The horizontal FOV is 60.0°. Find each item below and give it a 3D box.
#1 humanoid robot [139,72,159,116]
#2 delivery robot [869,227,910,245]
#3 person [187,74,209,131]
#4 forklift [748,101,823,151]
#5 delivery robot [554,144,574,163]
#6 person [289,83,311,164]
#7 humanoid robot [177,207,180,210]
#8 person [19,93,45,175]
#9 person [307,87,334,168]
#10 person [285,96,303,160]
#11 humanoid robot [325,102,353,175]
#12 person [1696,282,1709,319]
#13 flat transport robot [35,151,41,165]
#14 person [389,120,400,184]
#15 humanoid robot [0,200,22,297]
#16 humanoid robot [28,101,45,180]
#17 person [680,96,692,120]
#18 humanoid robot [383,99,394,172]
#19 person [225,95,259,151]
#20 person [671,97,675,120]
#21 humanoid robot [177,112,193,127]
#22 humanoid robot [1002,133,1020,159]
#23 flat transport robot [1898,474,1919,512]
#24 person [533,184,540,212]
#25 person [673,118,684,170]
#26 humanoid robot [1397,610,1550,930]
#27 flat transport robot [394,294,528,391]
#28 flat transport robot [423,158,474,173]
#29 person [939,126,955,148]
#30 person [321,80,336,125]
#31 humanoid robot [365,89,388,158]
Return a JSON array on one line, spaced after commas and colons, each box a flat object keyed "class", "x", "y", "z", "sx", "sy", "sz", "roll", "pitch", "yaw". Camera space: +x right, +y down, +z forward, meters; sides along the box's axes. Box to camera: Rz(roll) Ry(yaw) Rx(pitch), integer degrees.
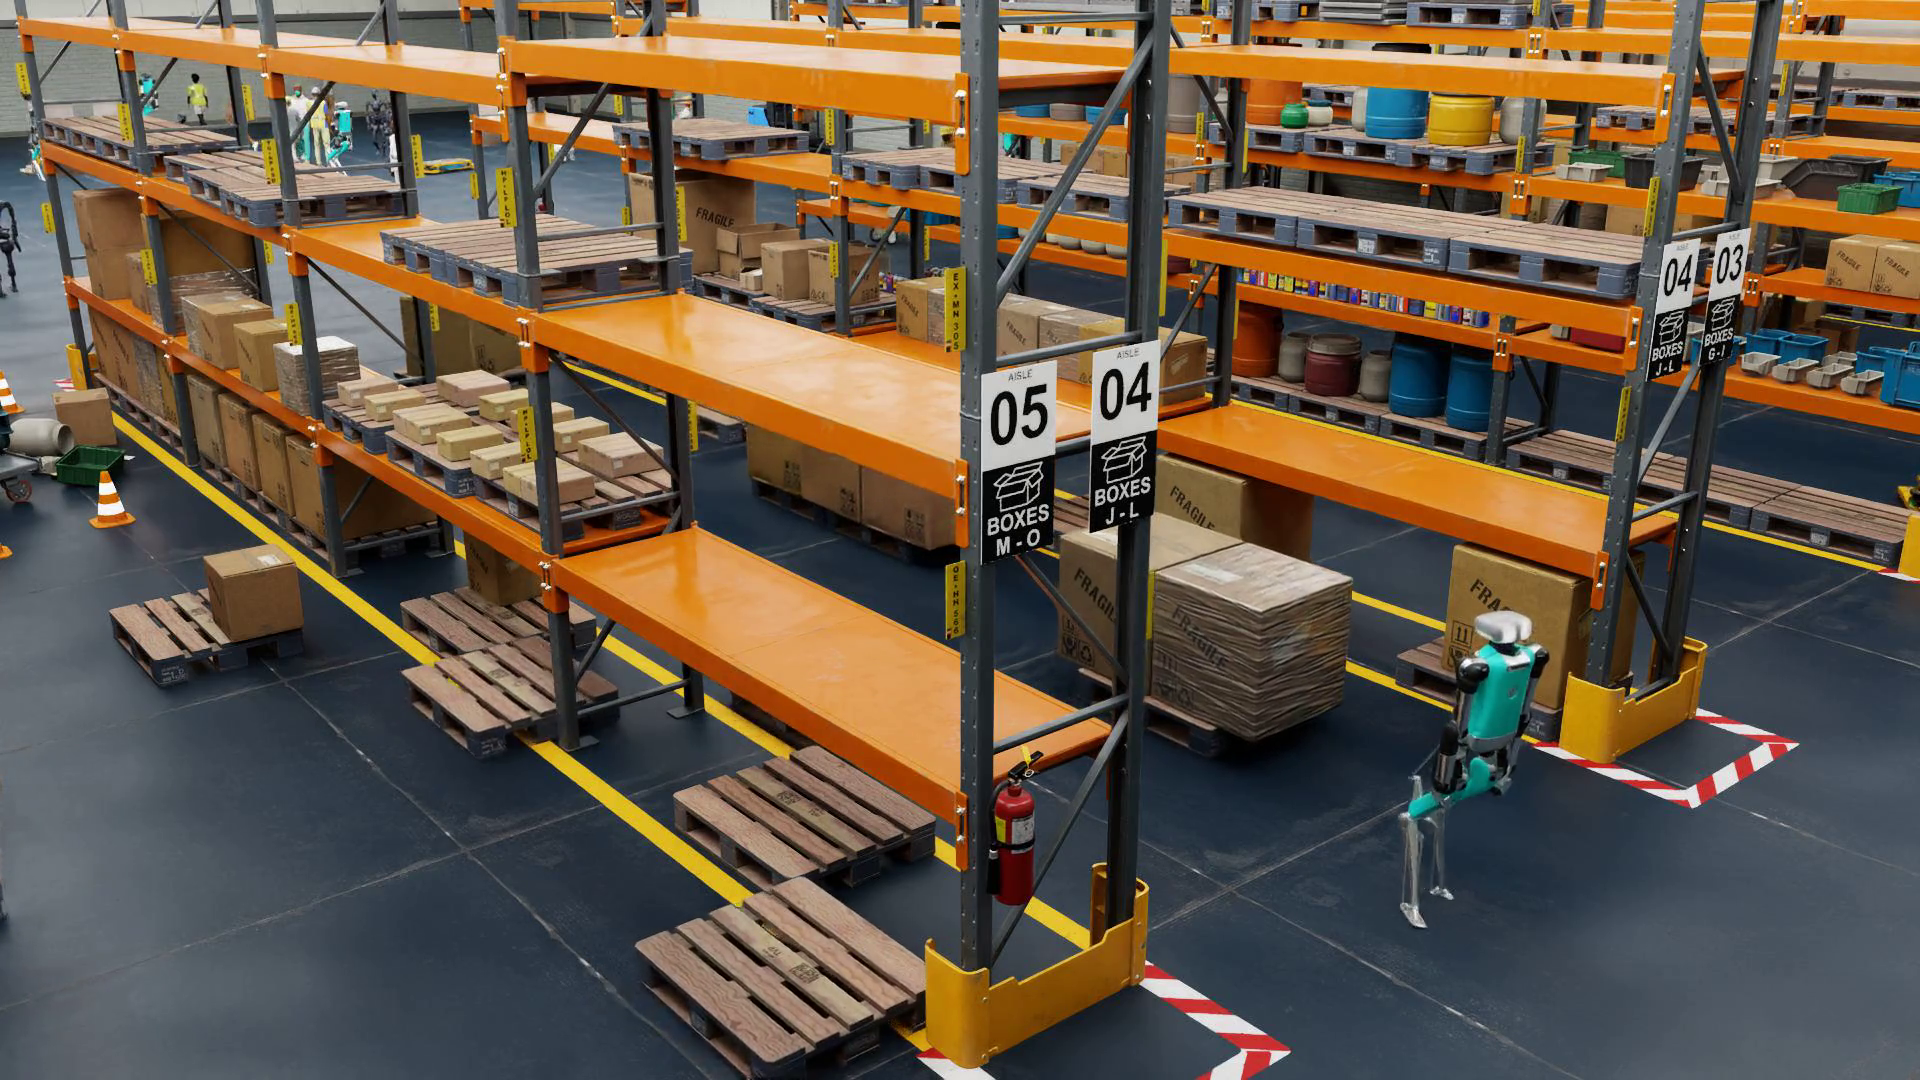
[{"class": "humanoid robot", "x": -22.399, "y": -11.955, "z": 45.752, "sx": 0.538, "sy": 1.728, "sz": 1.007, "roll": 4, "pitch": 20, "yaw": 11}, {"class": "delivery robot", "x": -1.178, "y": -5.454, "z": 29.051, "sx": 0.814, "sy": 0.611, "sz": 0.499, "roll": -16, "pitch": 25, "yaw": -38}, {"class": "person", "x": -21.348, "y": -12.211, "z": 46.597, "sx": 0.888, "sy": 1.645, "sz": 0.543, "roll": 15, "pitch": 24, "yaw": 37}, {"class": "forklift", "x": -4.526, "y": -11.368, "z": 42.374, "sx": 1.129, "sy": 2.768, "sz": 1.873, "roll": -15, "pitch": 24, "yaw": -37}, {"class": "delivery robot", "x": -9.716, "y": -9.438, "z": 40.380, "sx": 0.499, "sy": 0.605, "sz": 0.799, "roll": 7, "pitch": 21, "yaw": 20}, {"class": "person", "x": -15.768, "y": -9.967, "z": 39.836, "sx": 0.508, "sy": 1.906, "sz": 0.510, "roll": -3, "pitch": 20, "yaw": -9}, {"class": "humanoid robot", "x": -13.359, "y": -5.615, "z": 27.860, "sx": 0.718, "sy": 1.644, "sz": 0.591, "roll": -2, "pitch": 19, "yaw": -5}, {"class": "person", "x": -21.200, "y": -9.359, "z": 37.984, "sx": 0.821, "sy": 1.987, "sz": 0.678, "roll": -5, "pitch": 20, "yaw": -15}, {"class": "person", "x": -14.873, "y": -9.555, "z": 38.684, "sx": 0.524, "sy": 1.894, "sz": 0.401, "roll": 2, "pitch": 19, "yaw": 6}, {"class": "person", "x": -15.393, "y": -9.305, "z": 38.206, "sx": 0.510, "sy": 1.723, "sz": 0.605, "roll": 12, "pitch": 22, "yaw": 30}, {"class": "humanoid robot", "x": -13.587, "y": -8.695, "z": 36.272, "sx": 0.735, "sy": 1.673, "sz": 0.533, "roll": 7, "pitch": 21, "yaw": 20}, {"class": "person", "x": 10.069, "y": -3.878, "z": 22.884, "sx": 0.545, "sy": 1.648, "sz": 0.893, "roll": -16, "pitch": 25, "yaw": -38}, {"class": "flat transport robot", "x": -22.129, "y": -9.283, "z": 40.356, "sx": 0.659, "sy": 0.231, "sz": 1.431, "roll": -10, "pitch": 22, "yaw": -26}, {"class": "person", "x": -10.532, "y": -6.989, "z": 31.390, "sx": 0.572, "sy": 1.887, "sz": 0.357, "roll": 10, "pitch": 22, "yaw": 27}, {"class": "humanoid robot", "x": -14.163, "y": -4.415, "z": 24.432, "sx": 0.601, "sy": 1.633, "sz": 0.747, "roll": -13, "pitch": 23, "yaw": -33}, {"class": "humanoid robot", "x": -20.643, "y": -8.904, "z": 37.138, "sx": 0.807, "sy": 1.801, "sz": 0.530, "roll": 7, "pitch": 21, "yaw": 19}, {"class": "person", "x": -6.142, "y": -8.924, "z": 36.973, "sx": 0.964, "sy": 1.845, "sz": 0.610, "roll": -3, "pitch": 20, "yaw": -8}, {"class": "humanoid robot", "x": -13.148, "y": -9.320, "z": 38.341, "sx": 0.461, "sy": 1.634, "sz": 0.612, "roll": -7, "pitch": 20, "yaw": -18}, {"class": "person", "x": -18.127, "y": -10.663, "z": 41.949, "sx": 0.757, "sy": 1.820, "sz": 0.792, "roll": 6, "pitch": 20, "yaw": 17}, {"class": "person", "x": -7.450, "y": -10.750, "z": 42.036, "sx": 0.490, "sy": 1.928, "sz": 1.009, "roll": -4, "pitch": 20, "yaw": -13}, {"class": "humanoid robot", "x": -16.401, "y": -8.215, "z": 35.197, "sx": 0.369, "sy": 1.645, "sz": 0.591, "roll": 14, "pitch": 24, "yaw": 34}, {"class": "humanoid robot", "x": 1.186, "y": -7.510, "z": 33.029, "sx": 0.683, "sy": 1.760, "sz": 0.531, "roll": -10, "pitch": 22, "yaw": -27}, {"class": "flat transport robot", "x": 9.264, "y": -0.337, "z": 14.894, "sx": 1.431, "sy": 0.231, "sz": 0.659, "roll": 7, "pitch": 21, "yaw": 19}, {"class": "person", "x": -6.459, "y": -4.652, "z": 24.635, "sx": 0.629, "sy": 1.952, "sz": 0.607, "roll": 7, "pitch": 20, "yaw": 19}, {"class": "person", "x": -5.656, "y": -7.602, "z": 33.367, "sx": 0.539, "sy": 1.708, "sz": 0.550, "roll": -7, "pitch": 20, "yaw": -18}, {"class": "humanoid robot", "x": 2.502, "y": 1.128, "z": 8.514, "sx": 0.562, "sy": 1.767, "sz": 0.779, "roll": -10, "pitch": 22, "yaw": -26}, {"class": "flat transport robot", "x": -5.446, "y": -1.581, "z": 18.436, "sx": 0.659, "sy": 0.231, "sz": 1.431, "roll": -18, "pitch": 26, "yaw": -41}, {"class": "flat transport robot", "x": -11.972, "y": -8.704, "z": 38.707, "sx": 0.659, "sy": 0.231, "sz": 1.431, "roll": 14, "pitch": 24, "yaw": 35}, {"class": "person", "x": -0.172, "y": -7.126, "z": 32.058, "sx": 0.596, "sy": 1.714, "sz": 0.886, "roll": 17, "pitch": 26, "yaw": 40}, {"class": "person", "x": -18.608, "y": -13.153, "z": 48.964, "sx": 0.516, "sy": 1.859, "sz": 0.497, "roll": 15, "pitch": 24, "yaw": 37}, {"class": "humanoid robot", "x": -14.365, "y": -10.302, "z": 41.133, "sx": 0.600, "sy": 1.652, "sz": 0.404, "roll": -3, "pitch": 20, "yaw": -9}]
